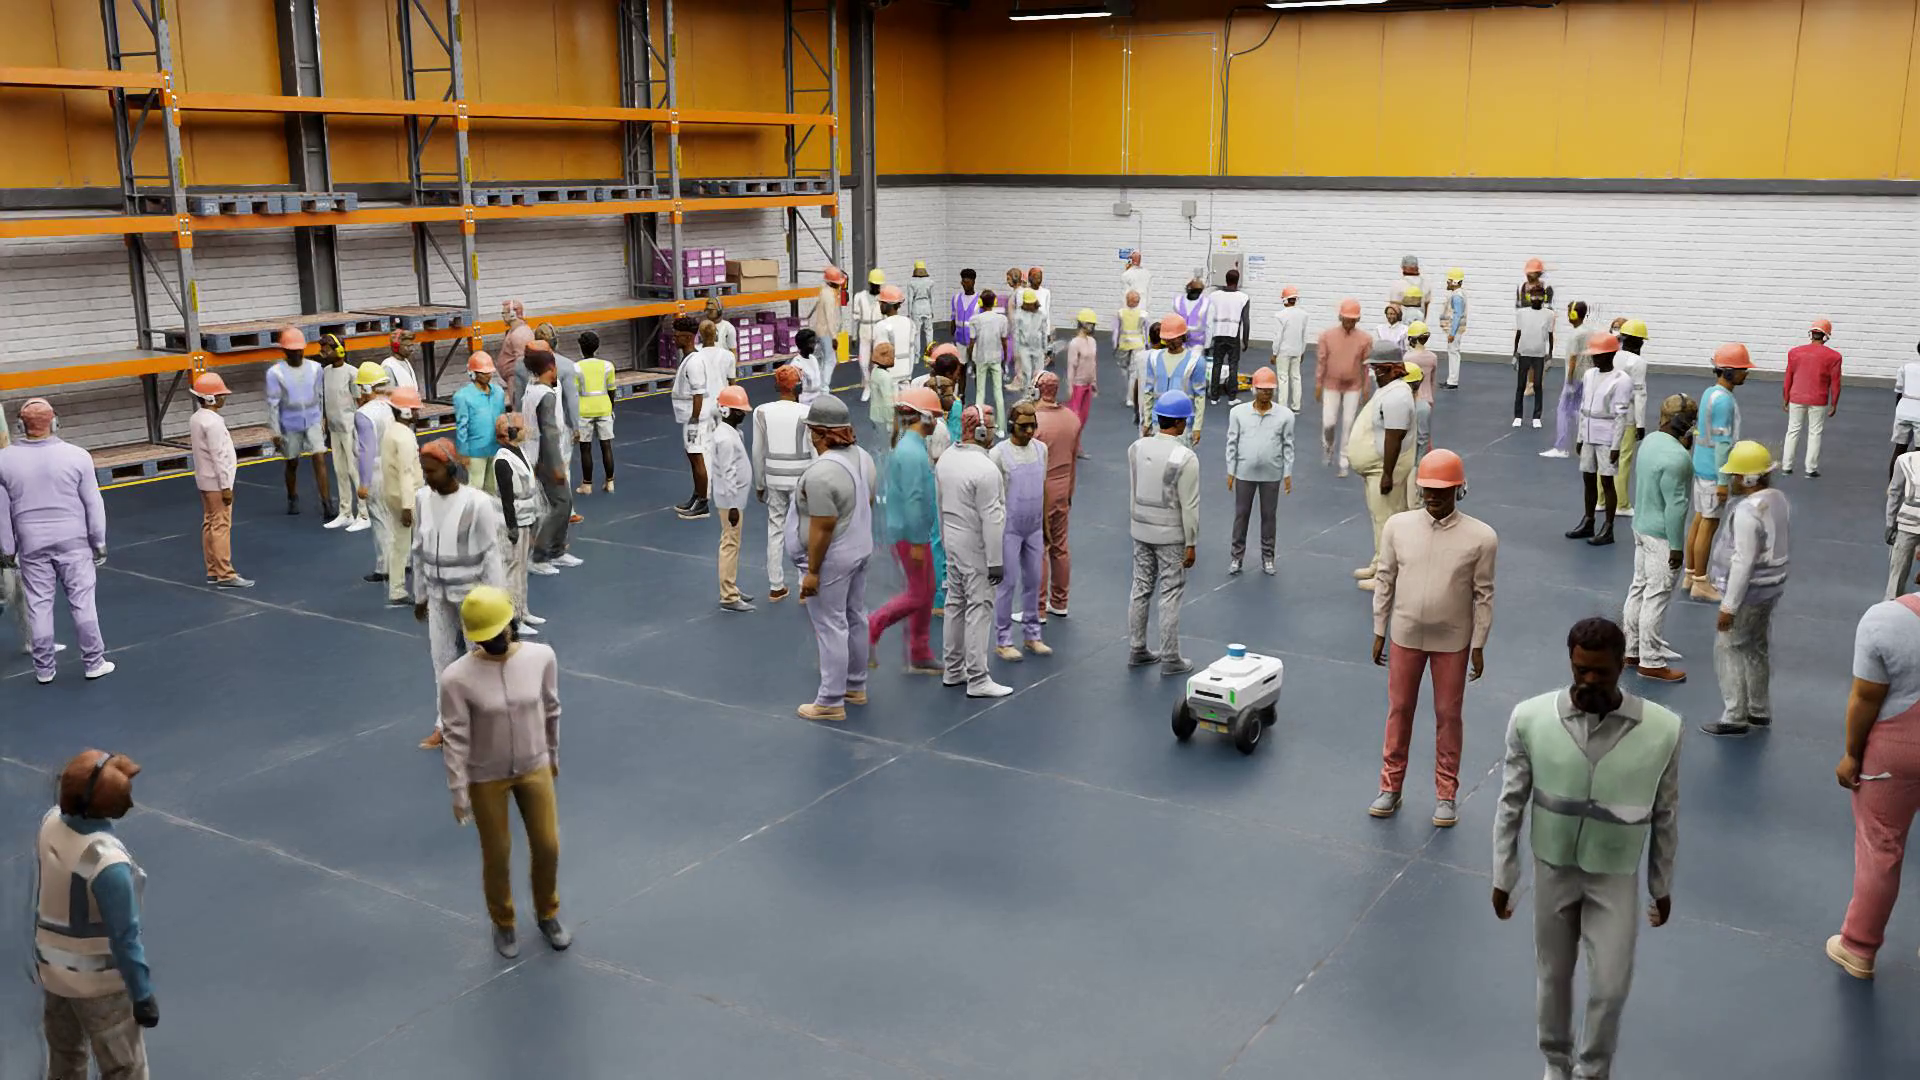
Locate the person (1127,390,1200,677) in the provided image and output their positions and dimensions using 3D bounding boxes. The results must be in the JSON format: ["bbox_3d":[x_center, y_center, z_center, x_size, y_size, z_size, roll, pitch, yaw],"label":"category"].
[{"bbox_3d":[1.382,-0.045,11.230,0.414,1.941,0.607,-11,17,-39],"label":"person"}]

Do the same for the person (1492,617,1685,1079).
[{"bbox_3d":[2.202,1.206,5.893,0.610,1.894,0.615,5,14,23],"label":"person"}]

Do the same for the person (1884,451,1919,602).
[{"bbox_3d":[6.929,-0.062,11.956,0.512,1.640,0.309,6,14,24],"label":"person"}]

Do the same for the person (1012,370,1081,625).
[{"bbox_3d":[0.615,-0.321,12.492,0.409,1.906,0.651,11,17,40],"label":"person"}]

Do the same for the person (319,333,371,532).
[{"bbox_3d":[-5.778,-1.007,15.562,0.538,1.863,0.314,8,15,31],"label":"person"}]

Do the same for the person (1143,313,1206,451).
[{"bbox_3d":[1.993,-1.113,15.641,0.611,2.038,0.382,7,15,29],"label":"person"}]

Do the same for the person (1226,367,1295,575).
[{"bbox_3d":[2.504,-0.574,13.918,0.563,1.755,0.328,2,13,10],"label":"person"}]

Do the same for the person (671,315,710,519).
[{"bbox_3d":[-2.611,-1.193,16.143,0.361,1.965,0.613,-3,13,-14],"label":"person"}]

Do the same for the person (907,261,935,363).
[{"bbox_3d":[-0.667,-3.869,28.259,0.484,1.736,0.308,-4,13,-16],"label":"person"}]

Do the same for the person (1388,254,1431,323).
[{"bbox_3d":[6.695,-3.284,25.050,0.688,2.000,0.536,-7,15,-26],"label":"person"}]

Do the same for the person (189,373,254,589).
[{"bbox_3d":[-6.034,-0.485,13.535,0.327,1.753,0.563,-10,16,-38],"label":"person"}]

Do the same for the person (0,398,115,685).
[{"bbox_3d":[-6.010,0.010,11.046,0.651,1.913,0.409,-4,14,-16],"label":"person"}]

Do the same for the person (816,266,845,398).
[{"bbox_3d":[-1.894,-2.951,23.827,0.495,1.943,0.761,-3,13,-11],"label":"person"}]

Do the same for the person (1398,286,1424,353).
[{"bbox_3d":[6.125,-2.583,22.668,0.313,1.740,0.487,-8,15,-32],"label":"person"}]

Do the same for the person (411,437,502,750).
[{"bbox_3d":[-2.957,0.307,9.880,0.605,1.895,0.515,5,14,22],"label":"person"}]

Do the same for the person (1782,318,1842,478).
[{"bbox_3d":[9.314,-1.552,18.199,0.574,1.740,0.348,10,16,37],"label":"person"}]

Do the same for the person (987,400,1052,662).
[{"bbox_3d":[0.414,-0.065,11.547,0.515,1.835,0.355,-9,16,-35],"label":"person"}]

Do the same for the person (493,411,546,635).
[{"bbox_3d":[-3.264,-0.127,12.228,0.307,1.643,0.514,-1,13,-2],"label":"person"}]

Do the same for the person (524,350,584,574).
[{"bbox_3d":[-3.496,-0.645,14.058,0.552,1.860,0.628,-4,14,-17],"label":"person"}]

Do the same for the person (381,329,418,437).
[{"bbox_3d":[-5.426,-1.124,16.124,0.392,1.838,0.563,-1,13,-2],"label":"person"}]

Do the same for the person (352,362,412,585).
[{"bbox_3d":[-4.754,-0.548,13.643,0.404,1.828,0.602,4,13,15],"label":"person"}]

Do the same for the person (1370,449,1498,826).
[{"bbox_3d":[2.462,0.506,8.712,0.612,1.995,0.377,6,14,24],"label":"person"}]

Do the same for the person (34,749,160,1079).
[{"bbox_3d":[-2.895,1.438,5.514,0.645,1.611,0.332,10,16,37],"label":"person"}]

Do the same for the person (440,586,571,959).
[{"bbox_3d":[-1.955,1.003,7.136,0.541,1.726,0.522,-8,15,-31],"label":"person"}]

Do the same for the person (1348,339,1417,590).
[{"bbox_3d":[3.415,-0.619,13.491,0.536,2.000,0.690,2,13,10],"label":"person"}]

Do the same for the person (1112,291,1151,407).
[{"bbox_3d":[2.452,-2.716,23.528,0.542,1.599,0.806,4,14,17],"label":"person"}]

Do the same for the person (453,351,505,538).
[{"bbox_3d":[-4.290,-0.835,15.054,0.339,1.749,0.573,8,15,31],"label":"person"}]

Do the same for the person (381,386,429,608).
[{"bbox_3d":[-4.214,-0.331,12.908,0.603,1.726,0.579,-8,15,-31],"label":"person"}]

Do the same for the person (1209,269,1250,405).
[{"bbox_3d":[3.790,-2.862,23.527,0.594,1.908,0.397,5,14,22],"label":"person"}]

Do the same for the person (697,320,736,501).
[{"bbox_3d":[-2.522,-1.309,16.919,0.505,1.844,0.349,-4,14,-16],"label":"person"}]

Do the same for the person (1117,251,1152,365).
[{"bbox_3d":[2.905,-3.880,27.932,0.641,1.908,0.407,-10,16,-38],"label":"person"}]

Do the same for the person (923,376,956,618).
[{"bbox_3d":[-0.181,-0.332,12.676,0.350,1.847,0.506,-4,13,-15],"label":"person"}]

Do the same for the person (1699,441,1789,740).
[{"bbox_3d":[4.731,0.306,10.001,0.404,1.803,0.680,12,18,42],"label":"person"}]

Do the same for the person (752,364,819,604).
[{"bbox_3d":[-1.330,-0.434,13.030,0.586,1.882,0.341,4,14,16],"label":"person"}]

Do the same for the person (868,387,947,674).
[{"bbox_3d":[-0.385,-0.043,11.168,0.622,1.962,0.643,0,13,1],"label":"person"}]

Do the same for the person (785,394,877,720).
[{"bbox_3d":[-0.832,0.098,10.379,0.536,2.000,0.672,6,14,23],"label":"person"}]

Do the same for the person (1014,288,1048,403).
[{"bbox_3d":[0.957,-2.594,22.782,0.493,1.716,0.497,-4,14,-16],"label":"person"}]

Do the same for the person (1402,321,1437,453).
[{"bbox_3d":[4.845,-1.448,17.712,0.518,1.756,0.342,-9,16,-33],"label":"person"}]
